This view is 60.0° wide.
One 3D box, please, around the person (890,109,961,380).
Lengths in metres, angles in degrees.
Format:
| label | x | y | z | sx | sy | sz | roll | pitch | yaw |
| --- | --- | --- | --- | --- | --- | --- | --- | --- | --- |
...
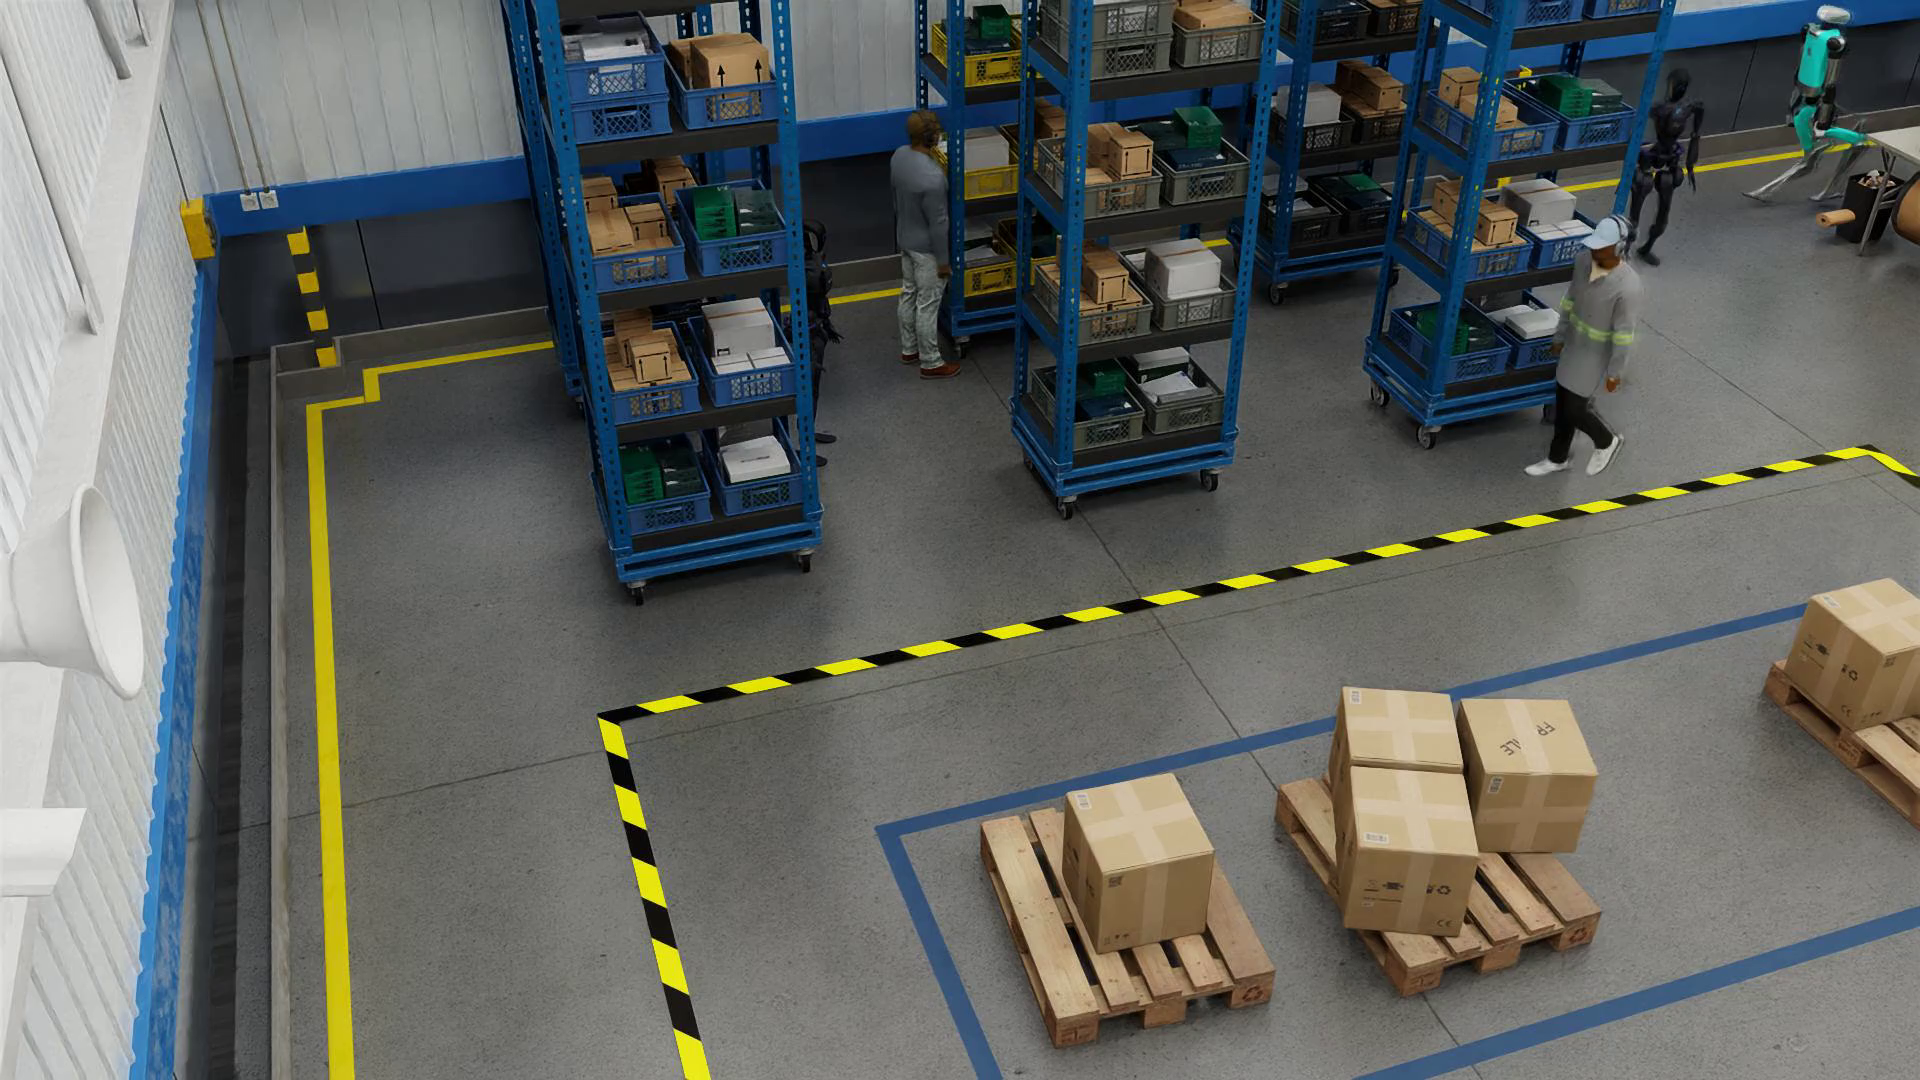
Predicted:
| label | x | y | z | sx | sy | sz | roll | pitch | yaw |
| --- | --- | --- | --- | --- | --- | --- | --- | --- | --- |
| person | -0.245 | -2.037 | 11.497 | 0.373 | 1.939 | 0.628 | -18 | 39 | -23 |

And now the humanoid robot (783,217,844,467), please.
| label | x | y | z | sx | sy | sz | roll | pitch | yaw |
| --- | --- | --- | --- | --- | --- | --- | --- | --- | --- |
| humanoid robot | -0.948 | -1.291 | 10.651 | 0.315 | 1.657 | 0.599 | 7 | 36 | 10 |

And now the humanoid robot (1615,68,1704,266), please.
| label | x | y | z | sx | sy | sz | roll | pitch | yaw |
| --- | --- | --- | --- | --- | --- | --- | --- | --- | --- |
| humanoid robot | 5.438 | -2.881 | 12.938 | 0.621 | 1.648 | 0.397 | -3 | 35 | -5 |

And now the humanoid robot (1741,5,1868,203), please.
| label | x | y | z | sx | sy | sz | roll | pitch | yaw |
| --- | --- | --- | --- | --- | --- | --- | --- | --- | --- |
| humanoid robot | 7.251 | -3.560 | 13.871 | 1.050 | 1.767 | 0.553 | -4 | 35 | -5 |

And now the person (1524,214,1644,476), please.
| label | x | y | z | sx | sy | sz | roll | pitch | yaw |
| --- | --- | --- | --- | --- | --- | --- | --- | --- | --- |
| person | 3.921 | -1.180 | 10.367 | 0.507 | 1.837 | 0.599 | -9 | 36 | -12 |
